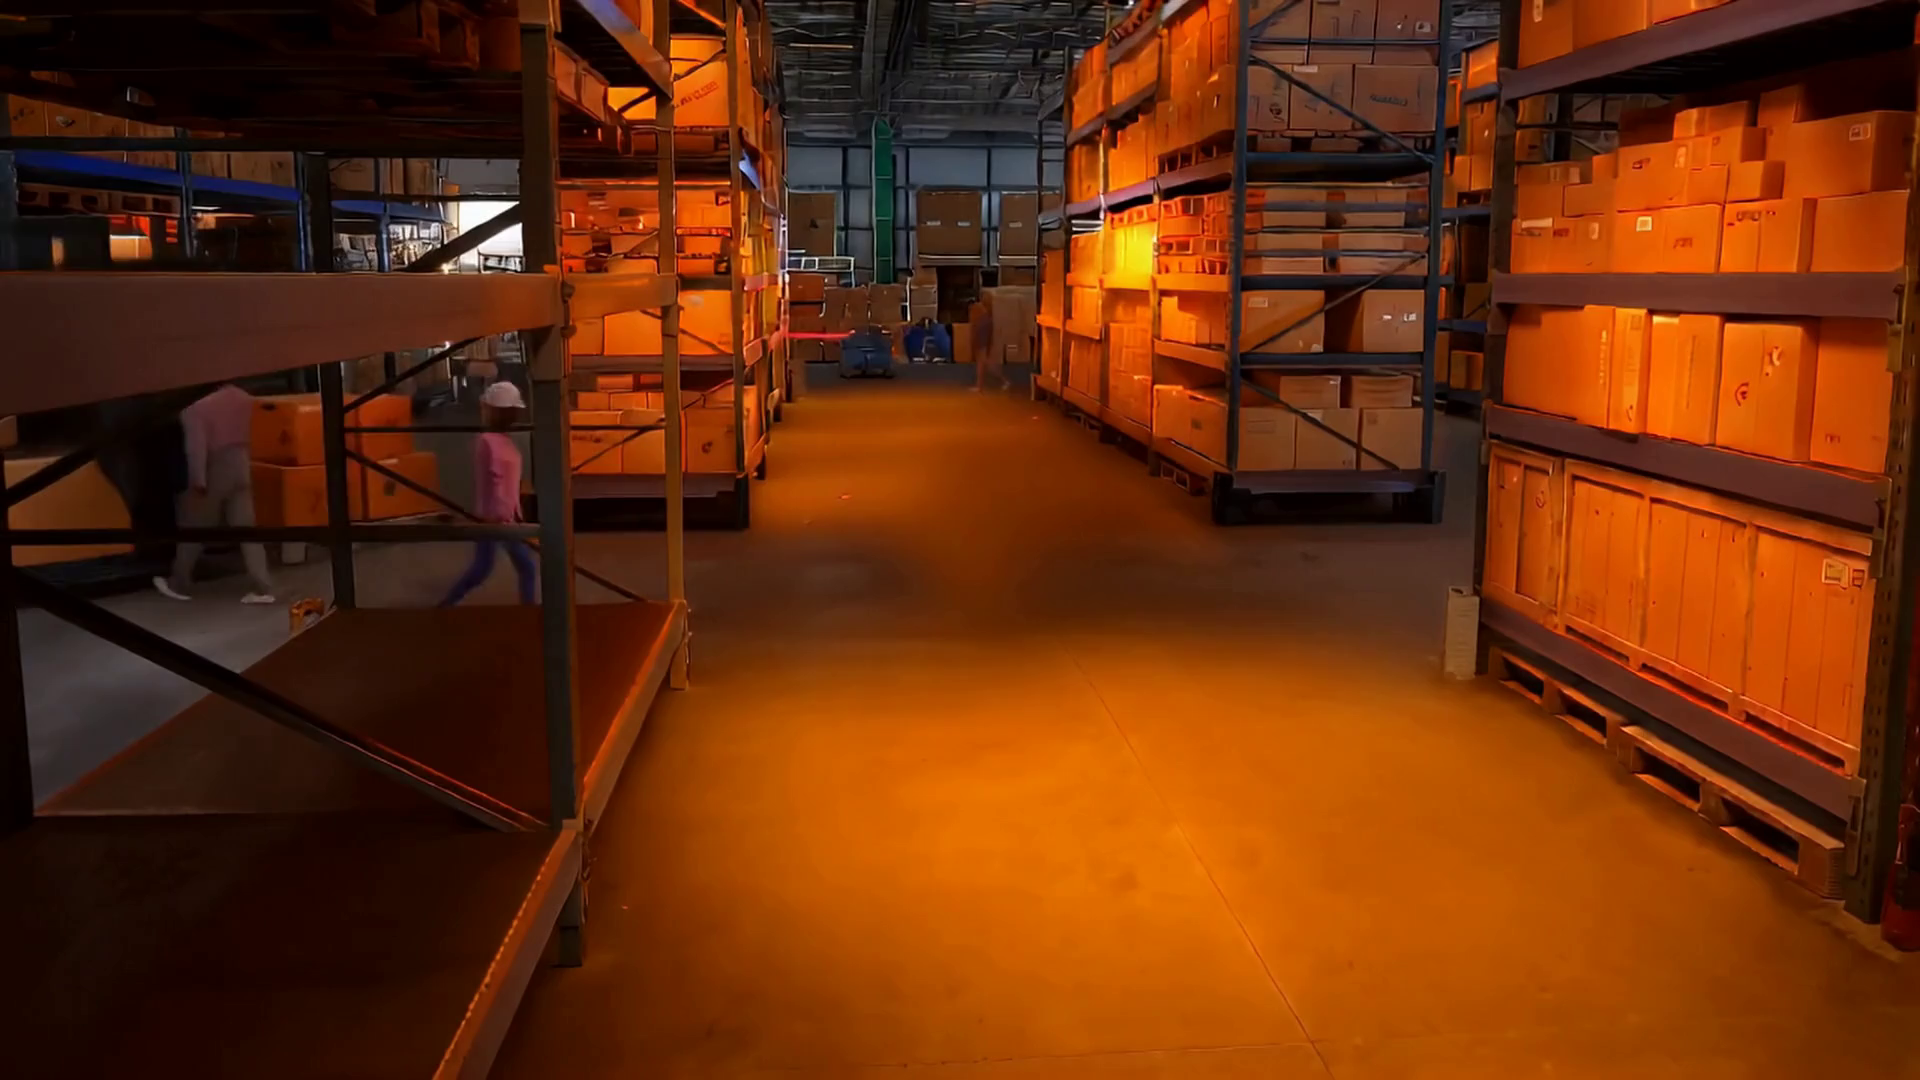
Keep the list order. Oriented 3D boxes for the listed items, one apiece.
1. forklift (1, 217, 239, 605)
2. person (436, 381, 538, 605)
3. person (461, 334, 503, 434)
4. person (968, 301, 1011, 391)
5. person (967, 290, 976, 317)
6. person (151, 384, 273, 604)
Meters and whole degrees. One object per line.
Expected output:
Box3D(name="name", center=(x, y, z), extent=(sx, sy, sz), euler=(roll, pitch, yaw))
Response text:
Box3D(name="forklift", center=(-6.762, -1.038, 12.648), extent=(1.129, 2.768, 1.873), euler=(6, 11, 34))
Box3D(name="person", center=(-3.046, -0.166, 10.766), extent=(0.856, 1.734, 0.516), euler=(1, 9, 3))
Box3D(name="person", center=(-7.080, -2.439, 24.531), extent=(0.574, 1.888, 0.961), euler=(0, 9, -1))
Box3D(name="person", center=(0.611, -4.011, 34.455), extent=(0.822, 1.883, 0.650), euler=(-1, 9, -8))
Box3D(name="person", center=(0.444, -9.175, 67.104), extent=(0.908, 1.816, 0.518), euler=(7, 12, 39))
Box3D(name="person", center=(-5.484, -0.448, 12.156), extent=(1.012, 1.853, 0.654), euler=(4, 10, 22))
